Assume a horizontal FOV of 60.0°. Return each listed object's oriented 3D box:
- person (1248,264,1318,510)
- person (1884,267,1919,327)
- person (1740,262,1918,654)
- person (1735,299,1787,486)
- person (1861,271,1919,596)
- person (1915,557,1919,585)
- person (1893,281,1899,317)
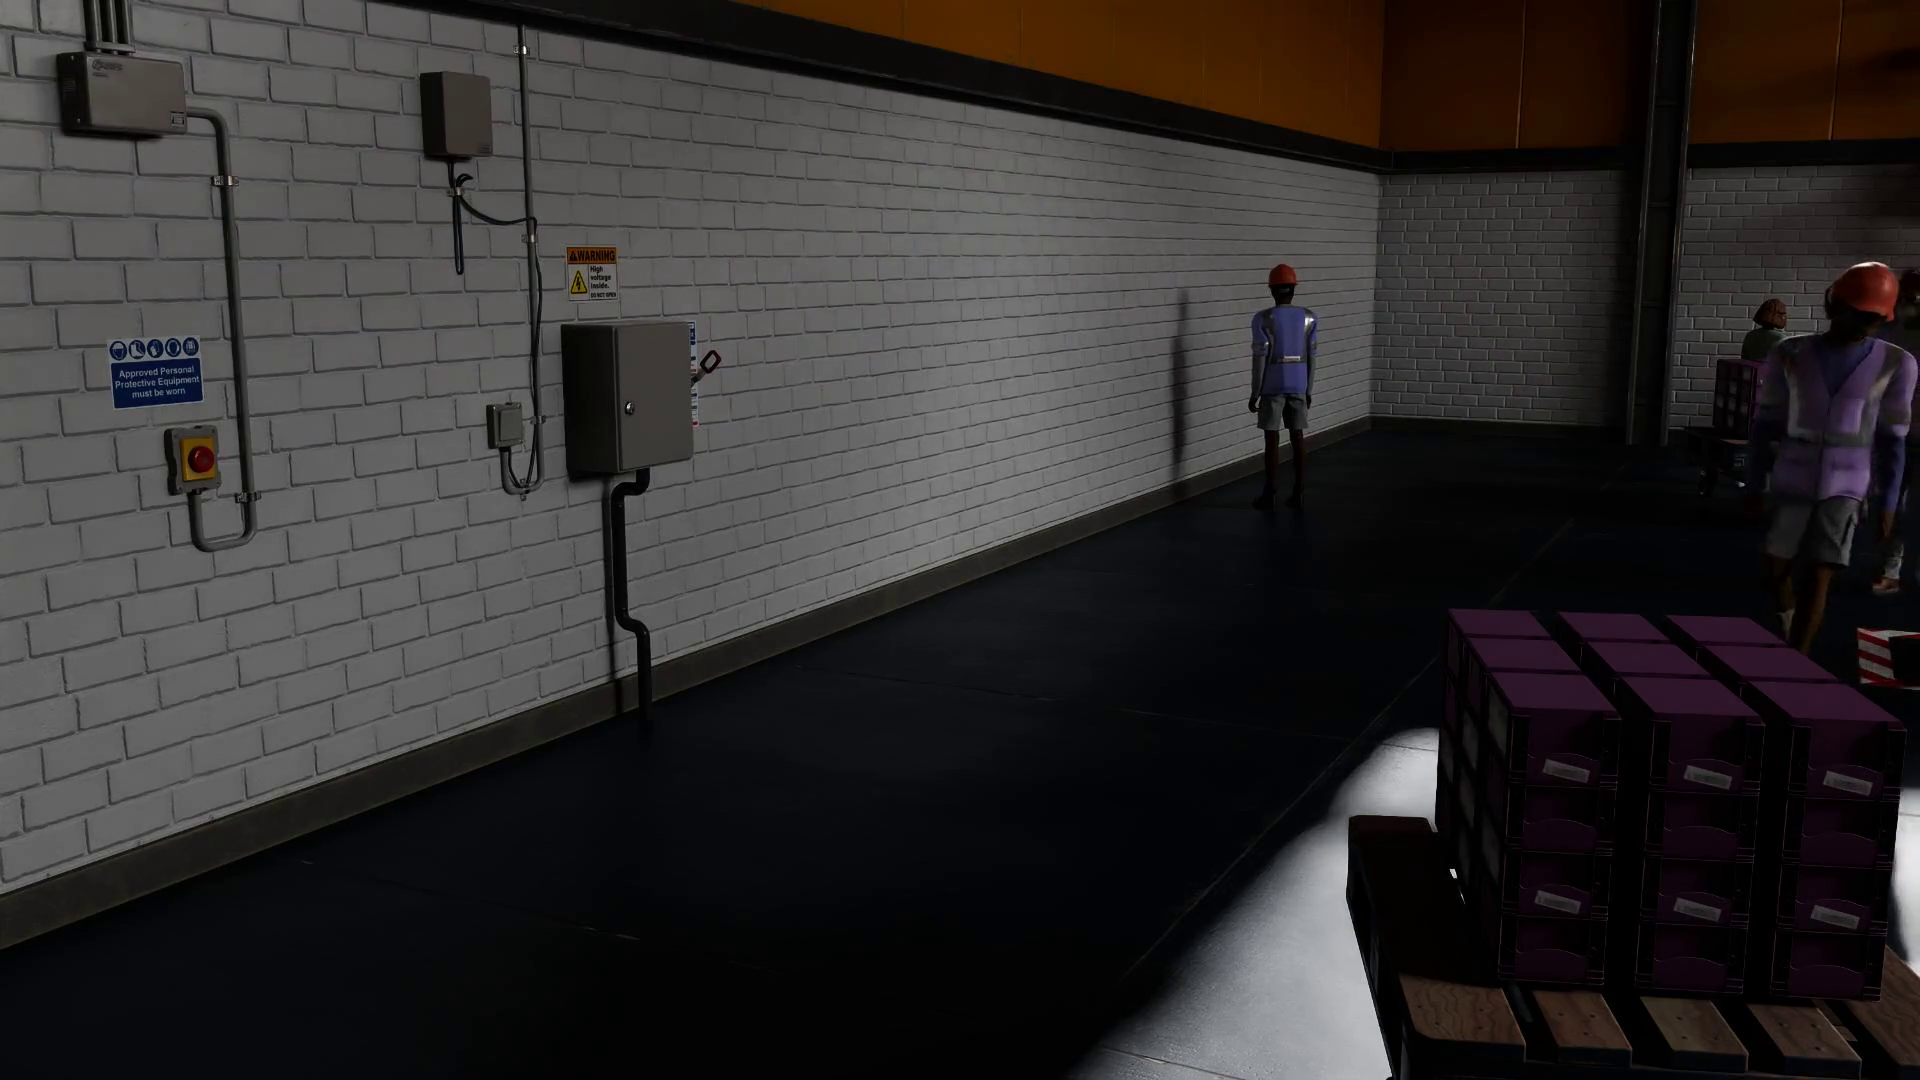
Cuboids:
[{"bbox_3d":[2.532,-1.198,13.127,0.543,1.932,0.376,-2,10,-12],"label":"person"},{"bbox_3d":[8.538,-1.499,14.983,0.603,1.892,0.688,3,10,16],"label":"person"},{"bbox_3d":[3.896,-0.248,7.492,0.655,1.992,0.660,6,12,32],"label":"person"},{"bbox_3d":[6.896,-1.246,14.264,0.264,1.632,0.508,-3,10,-14],"label":"person"},{"bbox_3d":[5.688,-0.616,9.804,0.634,1.918,0.647,-5,11,-29],"label":"person"},{"bbox_3d":[4.611,-0.192,7.474,0.592,1.870,0.505,-1,10,-8],"label":"person"},{"bbox_3d":[8.437,-1.433,14.889,0.592,1.801,0.674,2,10,9],"label":"person"}]
